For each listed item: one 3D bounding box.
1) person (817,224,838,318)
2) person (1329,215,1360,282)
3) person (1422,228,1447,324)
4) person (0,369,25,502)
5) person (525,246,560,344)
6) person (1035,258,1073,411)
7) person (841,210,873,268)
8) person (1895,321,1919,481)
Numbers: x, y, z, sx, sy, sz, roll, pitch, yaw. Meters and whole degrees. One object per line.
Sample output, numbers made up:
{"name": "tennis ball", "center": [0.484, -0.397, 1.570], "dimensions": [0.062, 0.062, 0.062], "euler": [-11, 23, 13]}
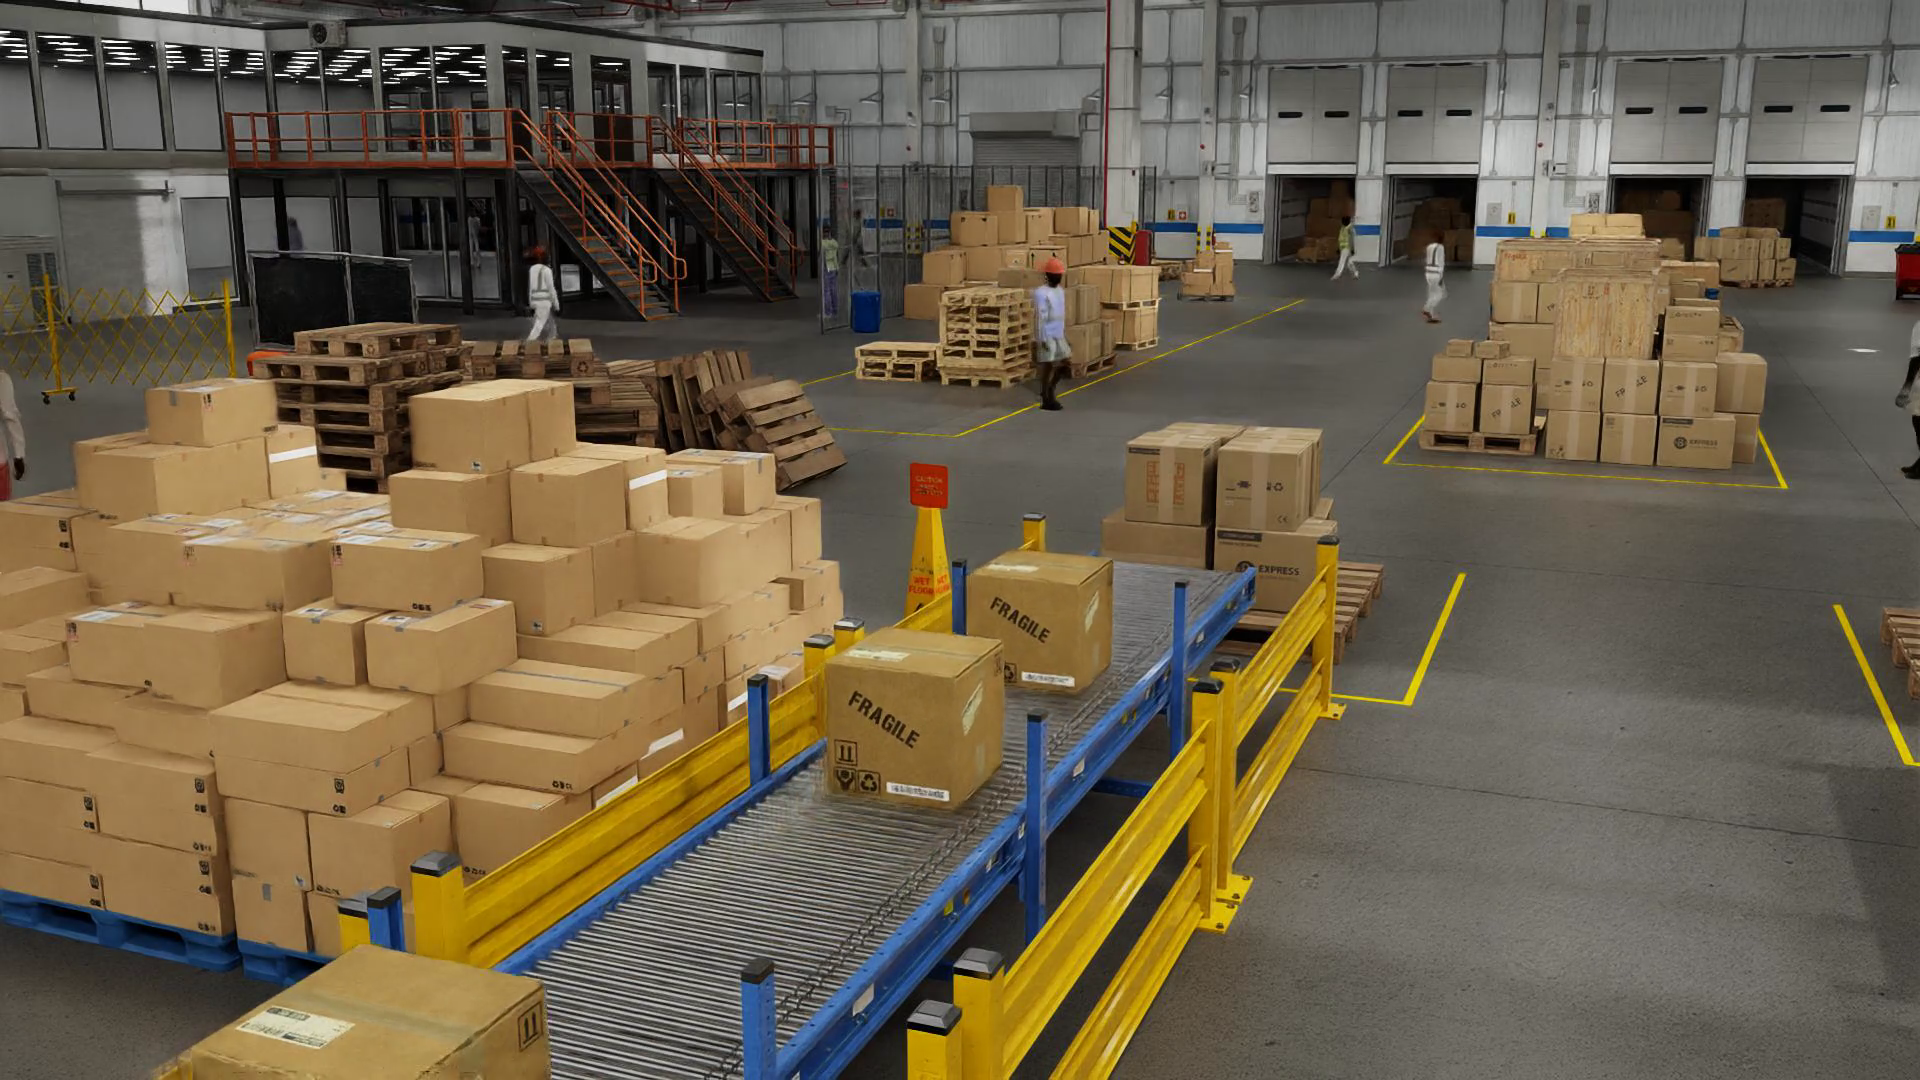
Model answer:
{"name": "person", "center": [-2.701, -5.509, 34.104], "dimensions": [0.392, 1.912, 0.589], "euler": [7, 14, 28]}
{"name": "person", "center": [10.520, -7.925, 45.192], "dimensions": [0.952, 1.802, 0.644], "euler": [-3, 13, -12]}
{"name": "person", "center": [9.334, -5.160, 32.606], "dimensions": [0.413, 1.870, 0.617], "euler": [-2, 13, -11]}
{"name": "person", "center": [-7.130, -0.620, 12.050], "dimensions": [0.612, 1.968, 0.845], "euler": [-9, 16, -36]}
{"name": "person", "center": [-6.539, -3.678, 26.060], "dimensions": [0.999, 1.837, 0.595], "euler": [-10, 16, -38]}
{"name": "person", "center": [1.180, -2.576, 20.900], "dimensions": [0.403, 1.919, 0.553], "euler": [11, 17, 41]}
{"name": "person", "center": [-3.211, -9.217, 51.013], "dimensions": [0.979, 1.798, 0.530], "euler": [-2, 13, -9]}
{"name": "person", "center": [9.451, -1.552, 16.247], "dimensions": [0.631, 1.965, 0.424], "euler": [-6, 14, -25]}
